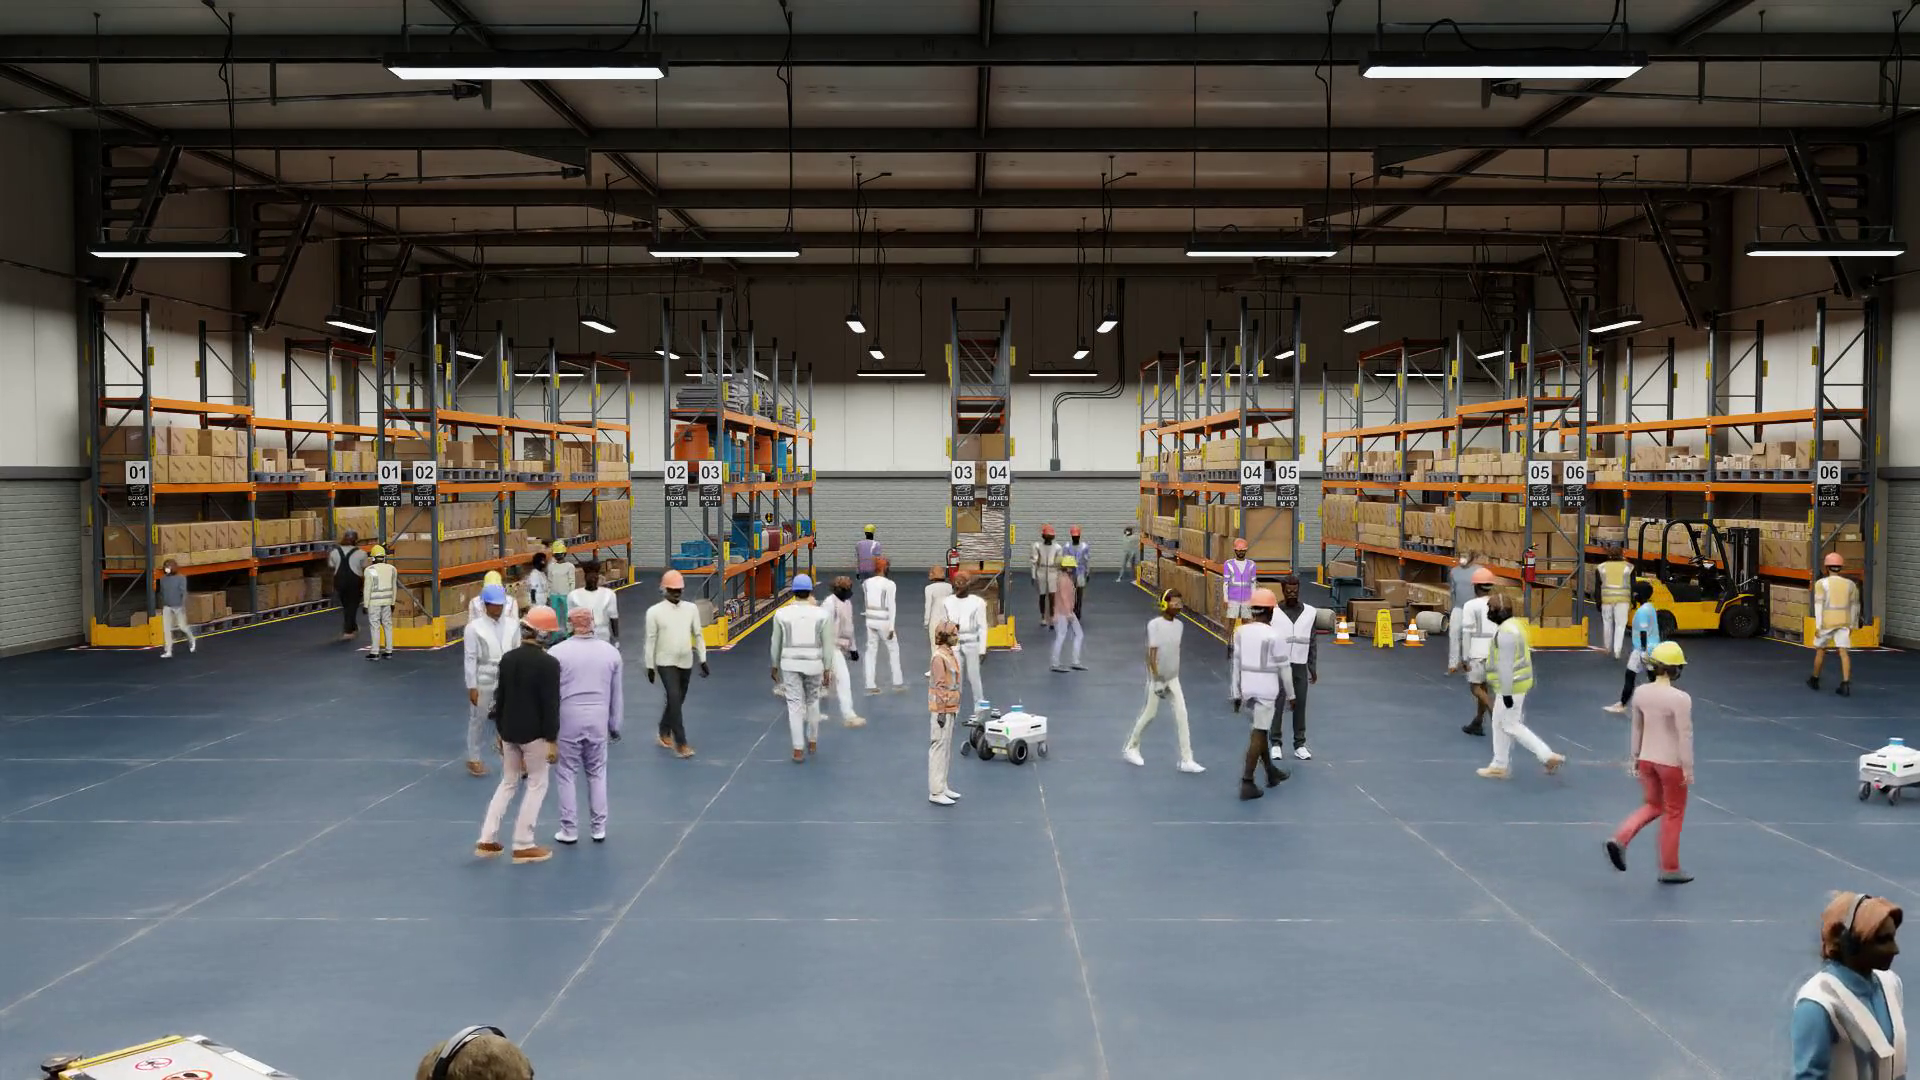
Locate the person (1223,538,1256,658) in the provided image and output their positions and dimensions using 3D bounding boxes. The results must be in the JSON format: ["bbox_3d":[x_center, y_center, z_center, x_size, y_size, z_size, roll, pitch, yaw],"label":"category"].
[{"bbox_3d":[4.512,0.939,26.019,0.545,1.938,0.356,0,2,-4],"label":"person"}]

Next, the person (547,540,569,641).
[{"bbox_3d":[-7.132,0.907,28.416,0.727,1.813,0.592,0,2,-9],"label":"person"}]

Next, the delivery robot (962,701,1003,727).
[{"bbox_3d":[0.263,1.821,17.107,0.335,0.223,0.698,1,2,28],"label":"delivery robot"}]

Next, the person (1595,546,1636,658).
[{"bbox_3d":[10.691,0.999,26.296,0.624,1.792,0.953,1,3,28],"label":"person"}]

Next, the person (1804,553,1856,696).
[{"bbox_3d":[11.835,1.127,21.911,0.574,1.884,0.973,0,2,5],"label":"person"}]

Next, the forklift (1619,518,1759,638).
[{"bbox_3d":[13.417,0.684,29.791,2.313,2.155,1.214,0,2,0],"label":"forklift"}]

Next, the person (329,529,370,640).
[{"bbox_3d":[-10.974,0.786,29.134,0.699,2.000,1.037,0,2,3],"label":"person"}]

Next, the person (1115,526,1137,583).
[{"bbox_3d":[4.642,0.388,44.281,0.841,1.587,0.538,-2,3,-39],"label":"person"}]

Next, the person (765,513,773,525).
[{"bbox_3d":[-5.612,0.136,47.260,0.327,1.865,0.517,-1,2,-18],"label":"person"}]

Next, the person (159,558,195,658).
[{"bbox_3d":[-12.775,1.087,26.301,0.514,1.612,0.649,0,2,7],"label":"person"}]

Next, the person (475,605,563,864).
[{"bbox_3d":[-3.308,1.479,12.348,0.647,1.958,0.570,2,3,35],"label":"person"}]

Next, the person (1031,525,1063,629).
[{"bbox_3d":[1.690,0.706,31.355,0.613,1.997,1.061,0,2,2],"label":"person"}]

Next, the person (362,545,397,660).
[{"bbox_3d":[-9.298,0.999,25.820,0.404,1.831,0.601,2,3,34],"label":"person"}]

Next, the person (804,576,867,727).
[{"bbox_3d":[-1.497,1.307,19.098,0.869,1.774,0.652,0,2,11],"label":"person"}]

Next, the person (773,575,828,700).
[{"bbox_3d":[-2.067,1.274,21.210,0.888,1.648,0.535,2,3,43],"label":"person"}]

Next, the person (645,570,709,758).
[{"bbox_3d":[-3.055,1.286,17.195,0.619,1.958,0.995,-2,3,-38],"label":"person"}]

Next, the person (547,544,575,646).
[{"bbox_3d":[-6.906,0.950,27.902,0.525,1.769,0.315,0,2,11],"label":"person"}]

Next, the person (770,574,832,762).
[{"bbox_3d":[-1.674,1.313,16.892,0.615,1.910,0.904,-1,2,-13],"label":"person"}]

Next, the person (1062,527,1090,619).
[{"bbox_3d":[2.409,0.667,33.557,0.560,1.897,0.987,0,2,10],"label":"person"}]

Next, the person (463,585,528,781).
[{"bbox_3d":[-4.495,1.376,15.583,1.019,1.888,0.644,2,3,44],"label":"person"}]

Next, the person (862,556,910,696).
[{"bbox_3d":[-1.003,1.149,21.814,0.580,1.856,0.837,2,3,34],"label":"person"}]

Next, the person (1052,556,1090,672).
[{"bbox_3d":[1.673,1.112,24.116,0.676,1.745,0.533,1,2,23],"label":"person"}]

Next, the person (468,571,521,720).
[{"bbox_3d":[-5.659,1.268,19.637,0.618,1.780,0.917,-1,2,-19],"label":"person"}]

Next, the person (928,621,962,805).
[{"bbox_3d":[-0.136,1.542,14.551,0.312,1.639,0.520,0,2,11],"label":"person"}]

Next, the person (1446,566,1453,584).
[{"bbox_3d":[12.268,0.393,40.154,0.645,1.908,0.787,0,2,-11],"label":"person"}]

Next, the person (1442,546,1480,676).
[{"bbox_3d":[7.334,1.050,23.489,0.815,1.907,0.639,-2,3,-43],"label":"person"}]

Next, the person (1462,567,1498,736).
[{"bbox_3d":[5.913,1.267,18.119,0.548,1.916,0.796,-1,2,-18],"label":"person"}]

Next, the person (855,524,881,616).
[{"bbox_3d":[-1.905,0.637,33.755,0.591,1.926,0.387,1,2,22],"label":"person"}]

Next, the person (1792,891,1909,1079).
[{"bbox_3d":[2.818,1.924,5.159,0.519,1.627,0.407,-2,3,-37],"label":"person"}]

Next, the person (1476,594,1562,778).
[{"bbox_3d":[5.395,1.421,15.572,0.721,1.810,0.668,1,2,24],"label":"person"}]

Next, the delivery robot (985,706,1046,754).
[{"bbox_3d":[0.584,1.963,16.756,0.477,0.478,0.707,2,3,40],"label":"delivery robot"}]

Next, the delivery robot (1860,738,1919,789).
[{"bbox_3d":[8.513,2.046,14.679,0.707,0.478,0.477,-1,3,-33],"label":"delivery robot"}]

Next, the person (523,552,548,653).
[{"bbox_3d":[-6.930,1.038,26.601,0.360,1.686,0.553,0,2,2],"label":"person"}]

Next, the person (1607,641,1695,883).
[{"bbox_3d":[5.022,1.604,11.644,0.554,1.752,0.530,-1,2,-17],"label":"person"}]

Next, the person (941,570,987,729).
[{"bbox_3d":[0.057,1.270,19.012,0.608,1.842,0.978,1,2,19],"label":"person"}]

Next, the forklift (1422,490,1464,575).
[{"bbox_3d":[13.926,-0.371,47.846,1.873,2.768,1.129,0,2,0],"label":"forklift"}]

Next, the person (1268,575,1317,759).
[{"bbox_3d":[3.431,1.317,16.860,0.588,1.912,0.377,0,2,-7],"label":"person"}]

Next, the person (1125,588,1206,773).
[{"bbox_3d":[2.026,1.386,16.247,0.532,1.827,0.971,-2,3,-35],"label":"person"}]

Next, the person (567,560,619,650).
[{"bbox_3d":[-4.480,1.193,19.672,0.621,1.939,0.843,-1,2,-18],"label":"person"}]

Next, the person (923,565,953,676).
[{"bbox_3d":[-0.322,1.182,23.692,0.497,1.633,0.285,-2,3,-39],"label":"person"}]

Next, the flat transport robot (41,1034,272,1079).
[{"bbox_3d":[-3.560,2.524,7.334,1.431,0.197,0.652,2,3,39],"label":"flat transport robot"}]

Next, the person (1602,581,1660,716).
[{"bbox_3d":[8.208,1.327,19.614,0.792,1.662,0.550,2,3,37],"label":"person"}]

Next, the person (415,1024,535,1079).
[{"bbox_3d":[-0.895,1.854,2.979,0.359,1.938,0.635,1,2,18],"label":"person"}]

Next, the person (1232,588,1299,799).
[{"bbox_3d":[2.870,1.401,14.945,0.923,1.899,0.550,-2,3,-37],"label":"person"}]

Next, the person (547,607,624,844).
[{"bbox_3d":[-3.022,1.485,12.971,0.667,1.886,0.401,-1,3,-31],"label":"person"}]
